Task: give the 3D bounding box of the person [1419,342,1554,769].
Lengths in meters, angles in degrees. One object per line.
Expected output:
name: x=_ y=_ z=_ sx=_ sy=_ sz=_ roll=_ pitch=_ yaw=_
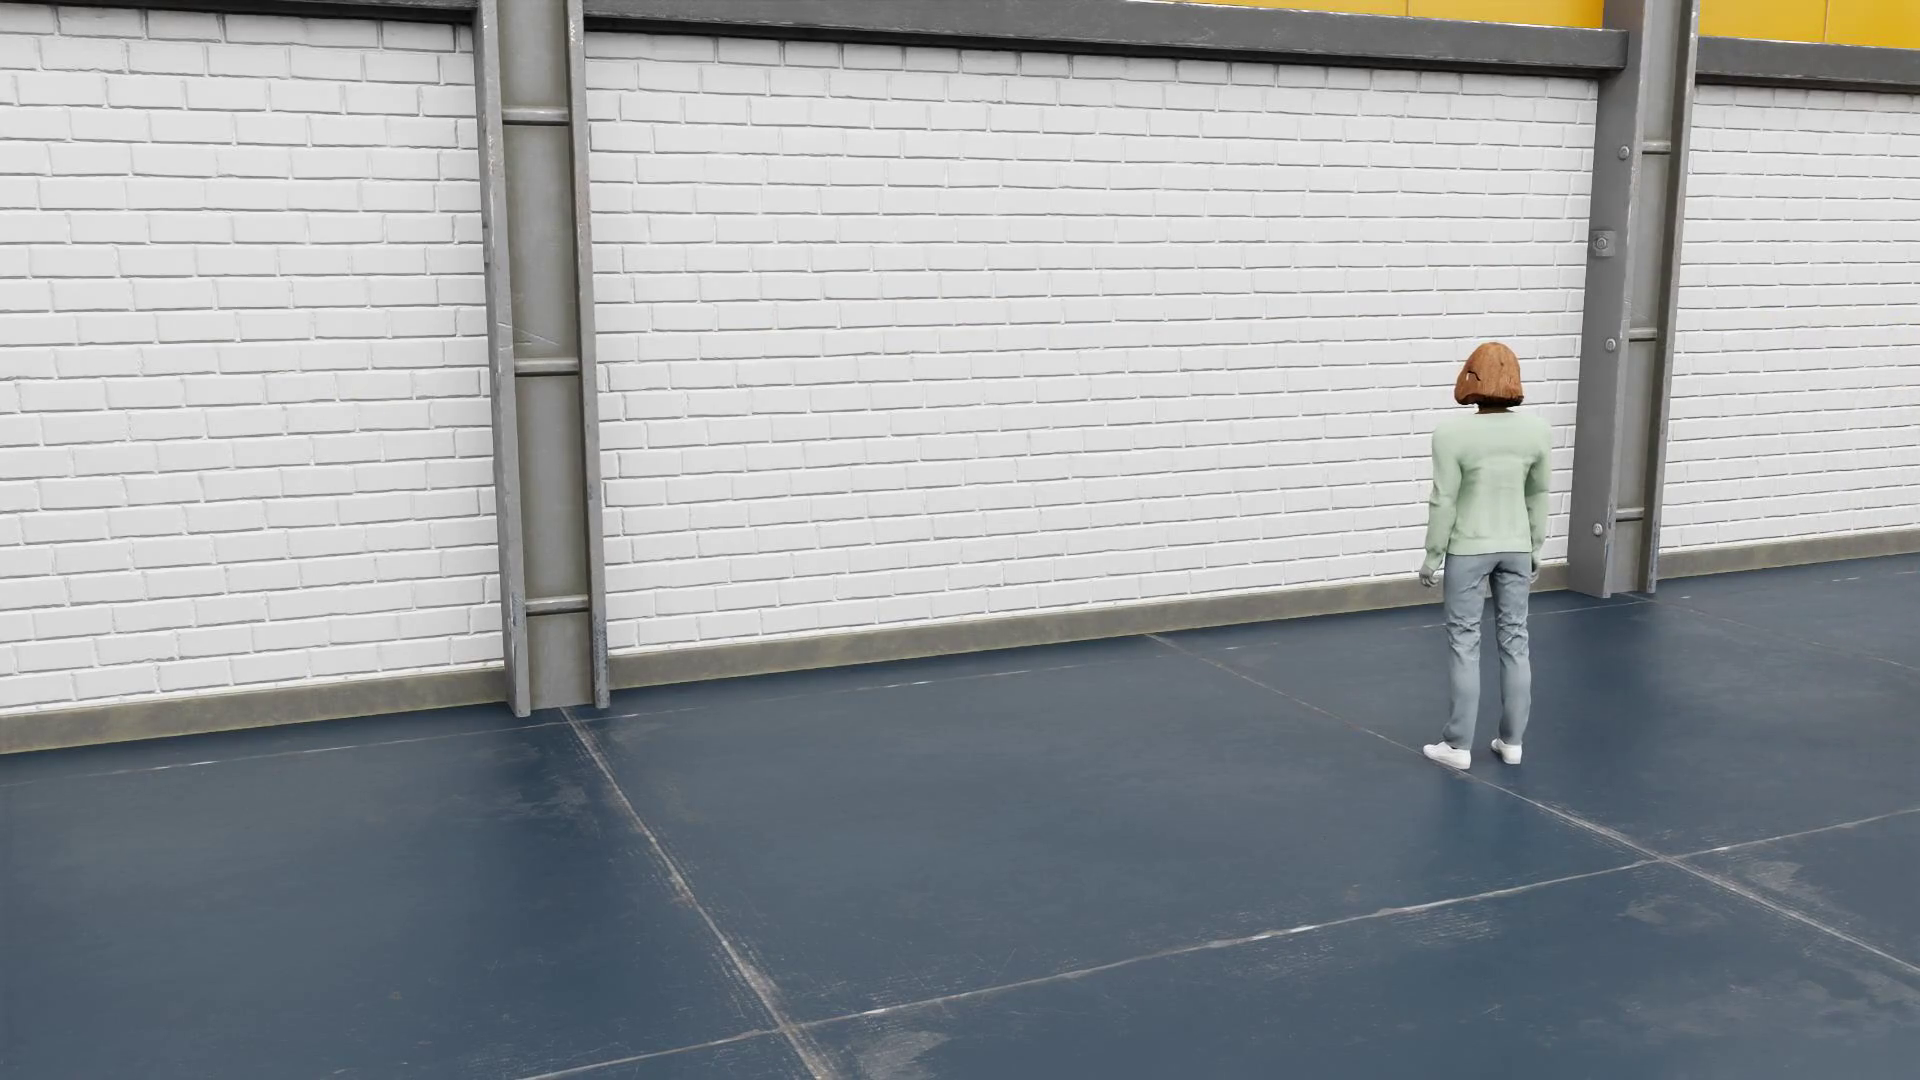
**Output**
person: x=2.006 y=0.064 z=6.366 sx=0.498 sy=1.634 sz=0.278 roll=-2 pitch=10 yaw=-11
